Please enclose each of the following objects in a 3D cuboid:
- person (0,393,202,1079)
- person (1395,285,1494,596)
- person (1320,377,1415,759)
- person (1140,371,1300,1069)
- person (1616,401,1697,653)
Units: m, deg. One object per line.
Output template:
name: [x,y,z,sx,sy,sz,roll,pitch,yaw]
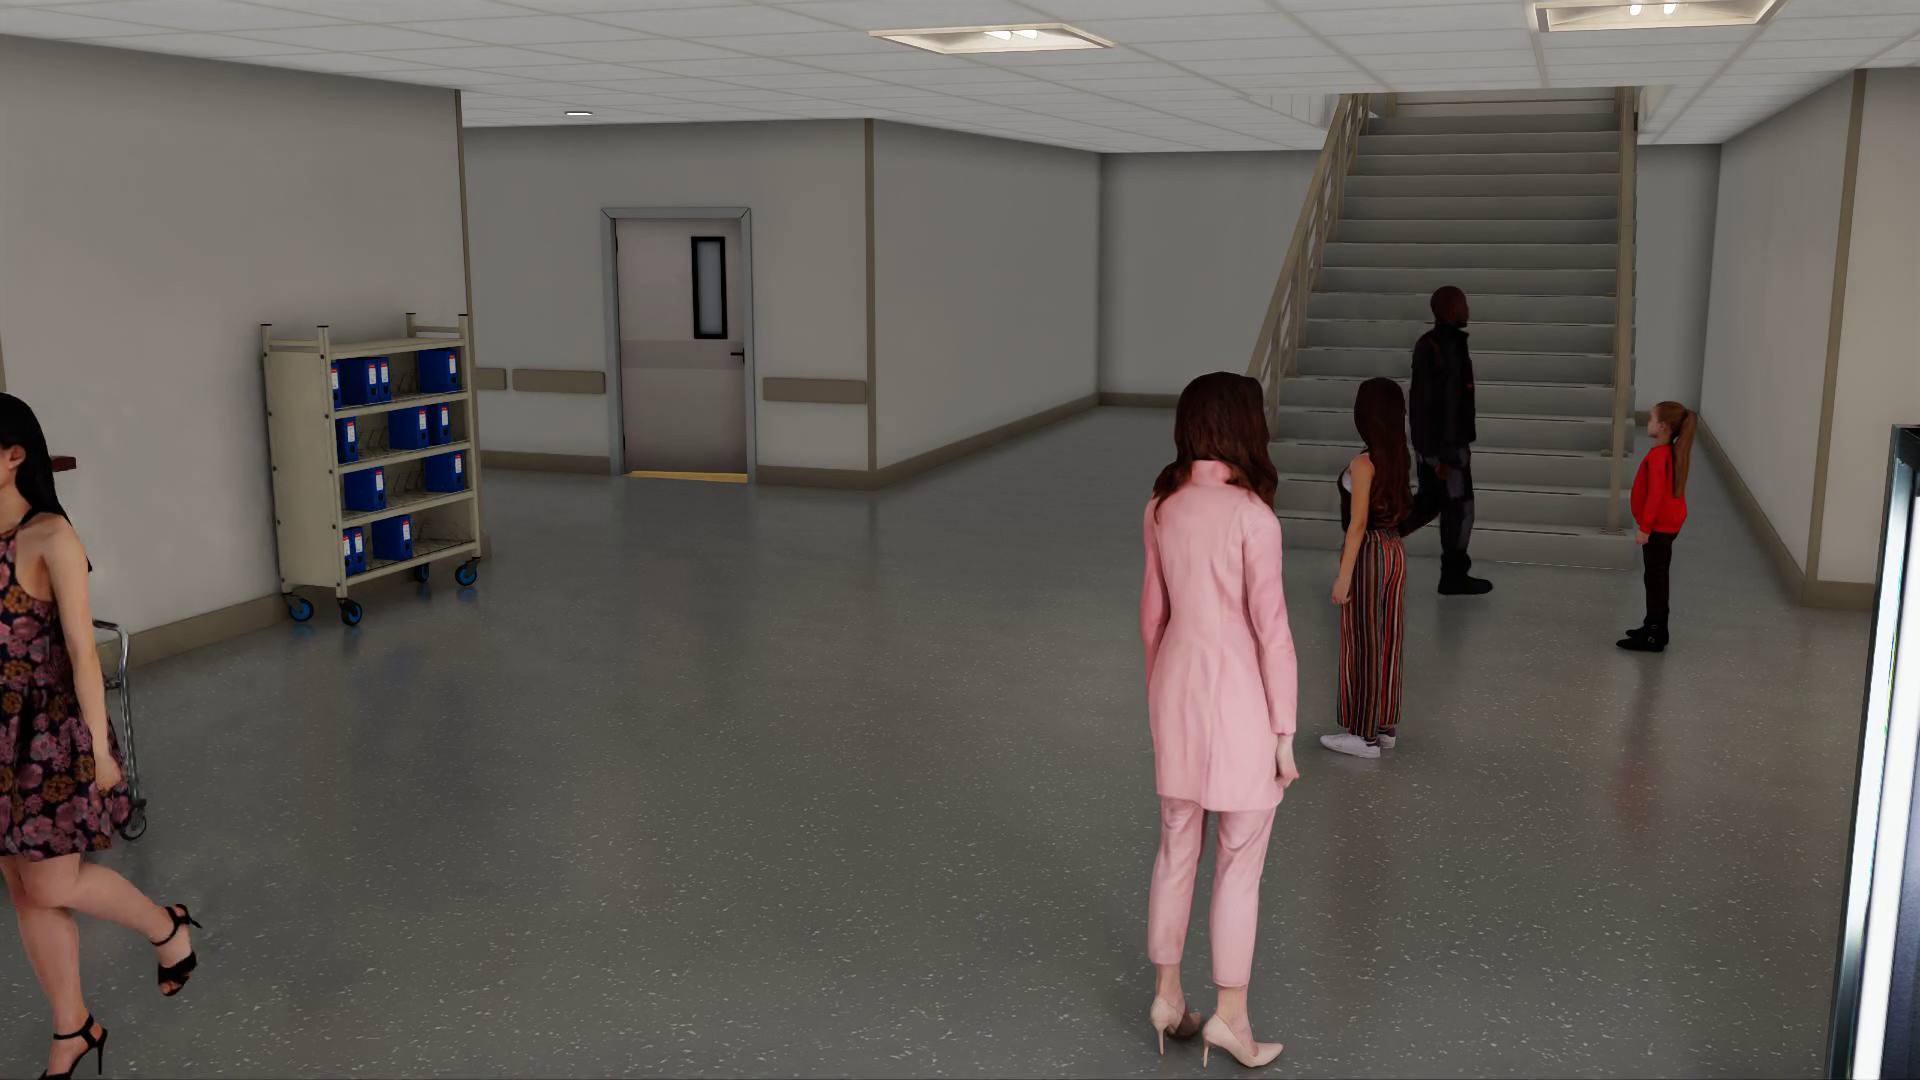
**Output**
person: [-2.220,0.512,4.150,0.702,1.762,0.850,6,12,28]
person: [2.708,-0.562,9.705,1.056,1.802,1.117,-1,11,-6]
person: [1.698,0.102,6.844,0.688,1.562,0.569,9,14,41]
person: [0.644,0.470,4.260,0.676,1.802,0.687,-10,15,-42]
person: [3.587,-0.078,8.547,0.601,1.281,0.506,7,13,34]
